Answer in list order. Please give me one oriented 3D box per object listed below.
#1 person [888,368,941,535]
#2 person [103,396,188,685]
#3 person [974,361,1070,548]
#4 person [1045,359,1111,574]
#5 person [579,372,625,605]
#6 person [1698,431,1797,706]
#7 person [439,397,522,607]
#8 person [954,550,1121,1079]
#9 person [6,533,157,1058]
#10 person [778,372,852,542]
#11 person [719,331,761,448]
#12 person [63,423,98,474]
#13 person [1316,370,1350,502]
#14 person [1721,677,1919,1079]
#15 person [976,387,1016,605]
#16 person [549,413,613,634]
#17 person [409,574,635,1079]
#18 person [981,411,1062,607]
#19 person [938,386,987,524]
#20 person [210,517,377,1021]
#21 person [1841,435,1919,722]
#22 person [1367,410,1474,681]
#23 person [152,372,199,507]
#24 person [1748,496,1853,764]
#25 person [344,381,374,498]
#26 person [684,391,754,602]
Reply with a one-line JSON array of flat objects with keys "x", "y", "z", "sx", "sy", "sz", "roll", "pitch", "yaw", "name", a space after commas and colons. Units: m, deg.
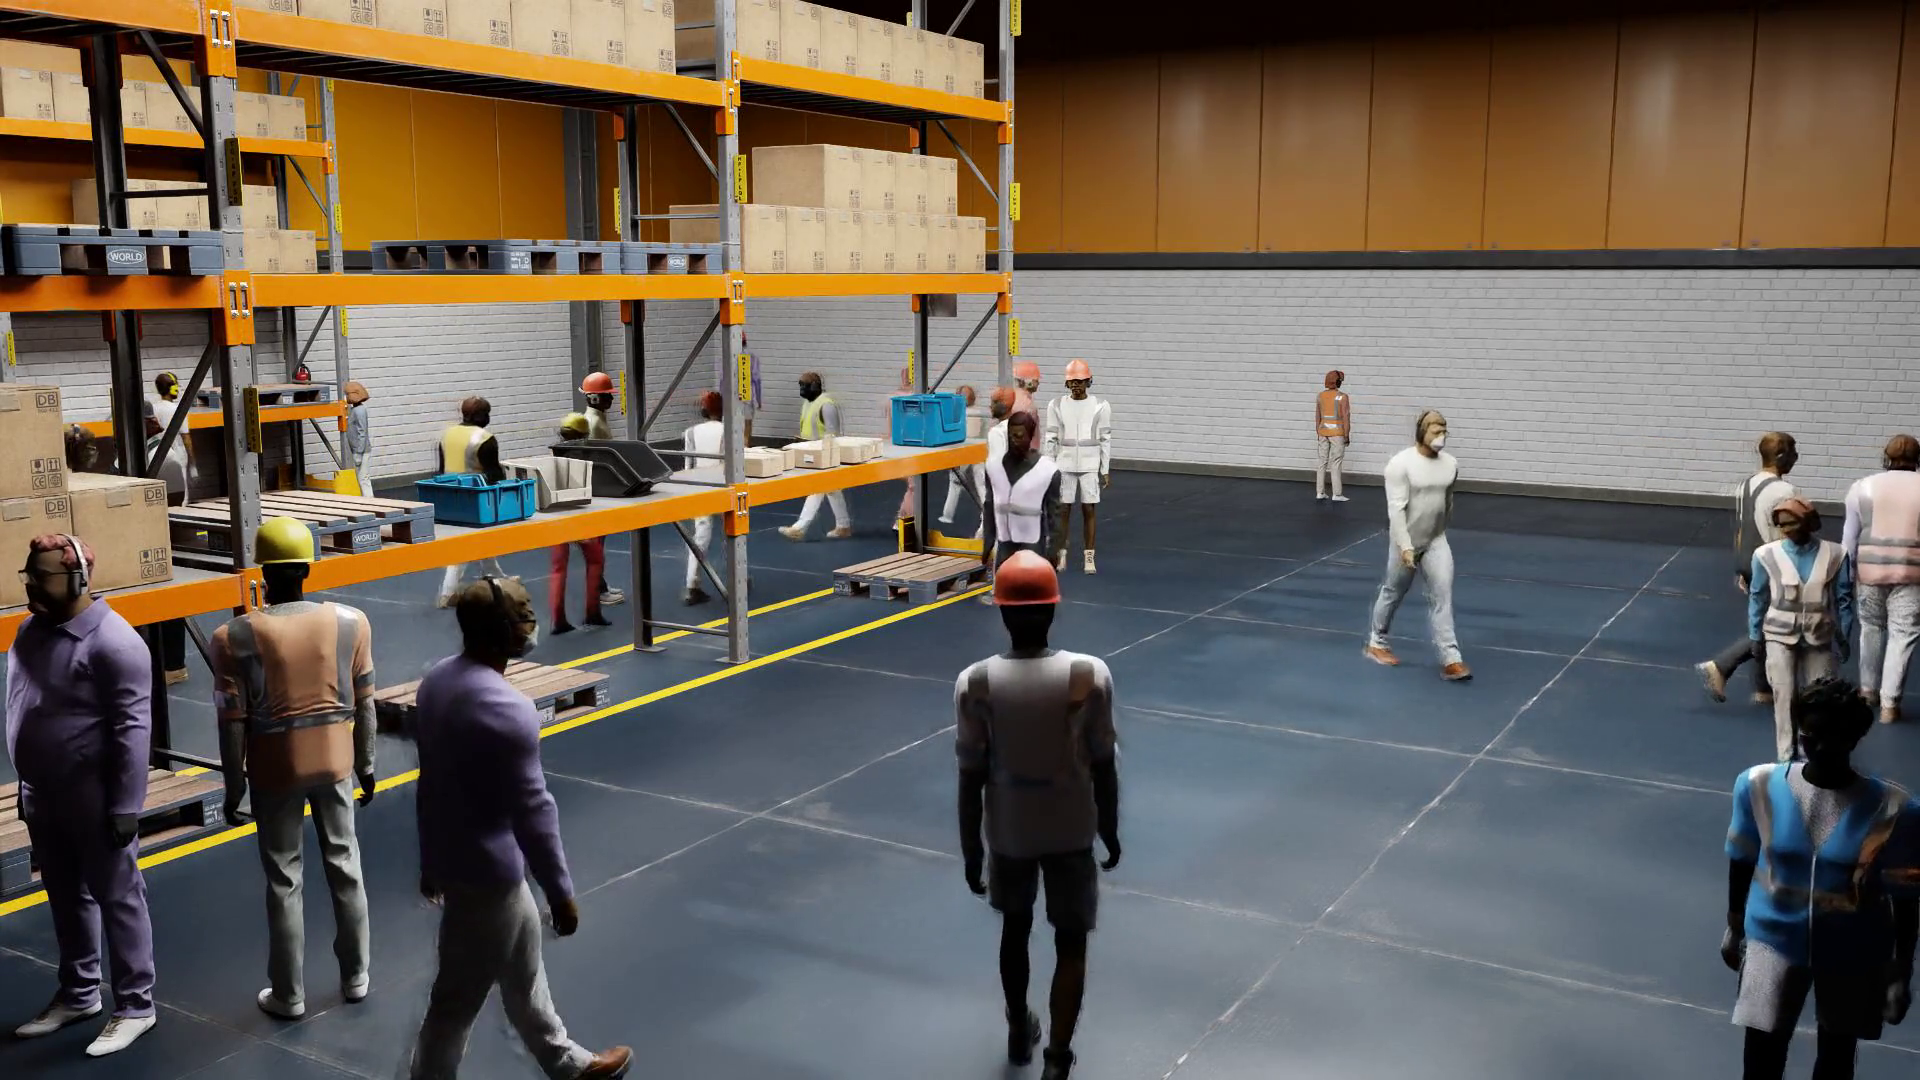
[{"x": -0.467, "y": -0.888, "z": 17.430, "sx": 0.428, "sy": 1.891, "sz": 0.658, "roll": -5, "pitch": 10, "yaw": -29, "name": "person"}, {"x": -5.662, "y": -0.008, "z": 11.474, "sx": 0.689, "sy": 2.000, "sz": 0.538, "roll": 8, "pitch": 12, "yaw": 41, "name": "person"}, {"x": 0.609, "y": -0.861, "z": 17.113, "sx": 1.026, "sy": 1.956, "sz": 0.621, "roll": -4, "pitch": 10, "yaw": -21, "name": "person"}, {"x": 1.110, "y": -0.684, "z": 15.683, "sx": 0.614, "sy": 2.040, "sz": 0.390, "roll": 1, "pitch": 9, "yaw": 7, "name": "person"}, {"x": -3.110, "y": -0.446, "z": 14.350, "sx": 0.377, "sy": 1.995, "sz": 0.608, "roll": -2, "pitch": 9, "yaw": -11, "name": "person"}, {"x": 5.181, "y": 0.207, "z": 10.785, "sx": 0.669, "sy": 1.830, "sz": 0.523, "roll": -1, "pitch": 9, "yaw": -3, "name": "person"}, {"x": -4.188, "y": -0.344, "z": 14.384, "sx": 0.639, "sy": 1.784, "sz": 0.986, "roll": 6, "pitch": 11, "yaw": 35, "name": "person"}, {"x": 0.259, "y": 0.987, "z": 5.670, "sx": 0.561, "sy": 1.920, "sz": 0.799, "roll": 2, "pitch": 9, "yaw": 12, "name": "person"}, {"x": -3.242, "y": 0.920, "z": 6.084, "sx": 0.641, "sy": 1.913, "sz": 0.407, "roll": 4, "pitch": 10, "yaw": 25, "name": "person"}, {"x": -1.543, "y": -0.878, "z": 17.671, "sx": 0.945, "sy": 1.791, "sz": 0.638, "roll": -4, "pitch": 10, "yaw": -25, "name": "person"}, {"x": -3.310, "y": -2.164, "z": 24.986, "sx": 0.619, "sy": 2.028, "sz": 0.765, "roll": 0, "pitch": 9, "yaw": -3, "name": "person"}, {"x": -5.548, "y": 0.208, "z": 10.555, "sx": 0.911, "sy": 1.895, "sz": 0.641, "roll": -9, "pitch": 13, "yaw": -43, "name": "person"}, {"x": 4.650, "y": -1.297, "z": 20.764, "sx": 0.309, "sy": 1.641, "sz": 0.514, "roll": -7, "pitch": 12, "yaw": -38, "name": "person"}, {"x": 2.509, "y": 1.233, "z": 4.896, "sx": 0.557, "sy": 1.649, "sz": 0.847, "roll": 6, "pitch": 11, "yaw": 34, "name": "person"}, {"x": 0.418, "y": -0.358, "z": 14.243, "sx": 0.524, "sy": 1.904, "sz": 0.607, "roll": 5, "pitch": 11, "yaw": 30, "name": "person"}, {"x": -3.066, "y": -0.127, "z": 13.193, "sx": 0.513, "sy": 1.738, "sz": 0.603, "roll": 4, "pitch": 10, "yaw": 23, "name": "person"}, {"x": -1.419, "y": 1.046, "z": 5.343, "sx": 0.959, "sy": 1.891, "sz": 0.651, "roll": -7, "pitch": 11, "yaw": -36, "name": "person"}, {"x": 0.468, "y": 0.020, "z": 11.728, "sx": 0.611, "sy": 1.899, "sz": 0.713, "roll": 6, "pitch": 11, "yaw": 33, "name": "person"}, {"x": 0.098, "y": -0.930, "z": 18.621, "sx": 0.540, "sy": 1.593, "sz": 0.874, "roll": -7, "pitch": 11, "yaw": -35, "name": "person"}, {"x": -2.526, "y": 0.868, "z": 6.356, "sx": 0.585, "sy": 1.927, "sz": 0.366, "roll": -7, "pitch": 11, "yaw": -36, "name": "person"}, {"x": 6.048, "y": 0.228, "z": 10.706, "sx": 0.645, "sy": 1.808, "sz": 0.793, "roll": 7, "pitch": 11, "yaw": 36, "name": "person"}, {"x": 3.243, "y": 0.029, "z": 11.736, "sx": 0.636, "sy": 1.893, "sz": 1.009, "roll": -3, "pitch": 10, "yaw": -21, "name": "person"}, {"x": -7.854, "y": -0.742, "z": 16.600, "sx": 0.529, "sy": 1.866, "sz": 0.309, "roll": 3, "pitch": 9, "yaw": 16, "name": "person"}, {"x": 4.691, "y": 0.548, "z": 9.332, "sx": 0.527, "sy": 1.617, "sz": 0.517, "roll": 3, "pitch": 9, "yaw": 16, "name": "person"}, {"x": -6.773, "y": -0.969, "z": 18.732, "sx": 0.286, "sy": 1.635, "sz": 0.497, "roll": -4, "pitch": 10, "yaw": -24, "name": "person"}, {"x": -2.150, "y": -0.384, "z": 14.519, "sx": 0.606, "sy": 1.831, "sz": 0.989, "roll": 3, "pitch": 10, "yaw": 20, "name": "person"}]
